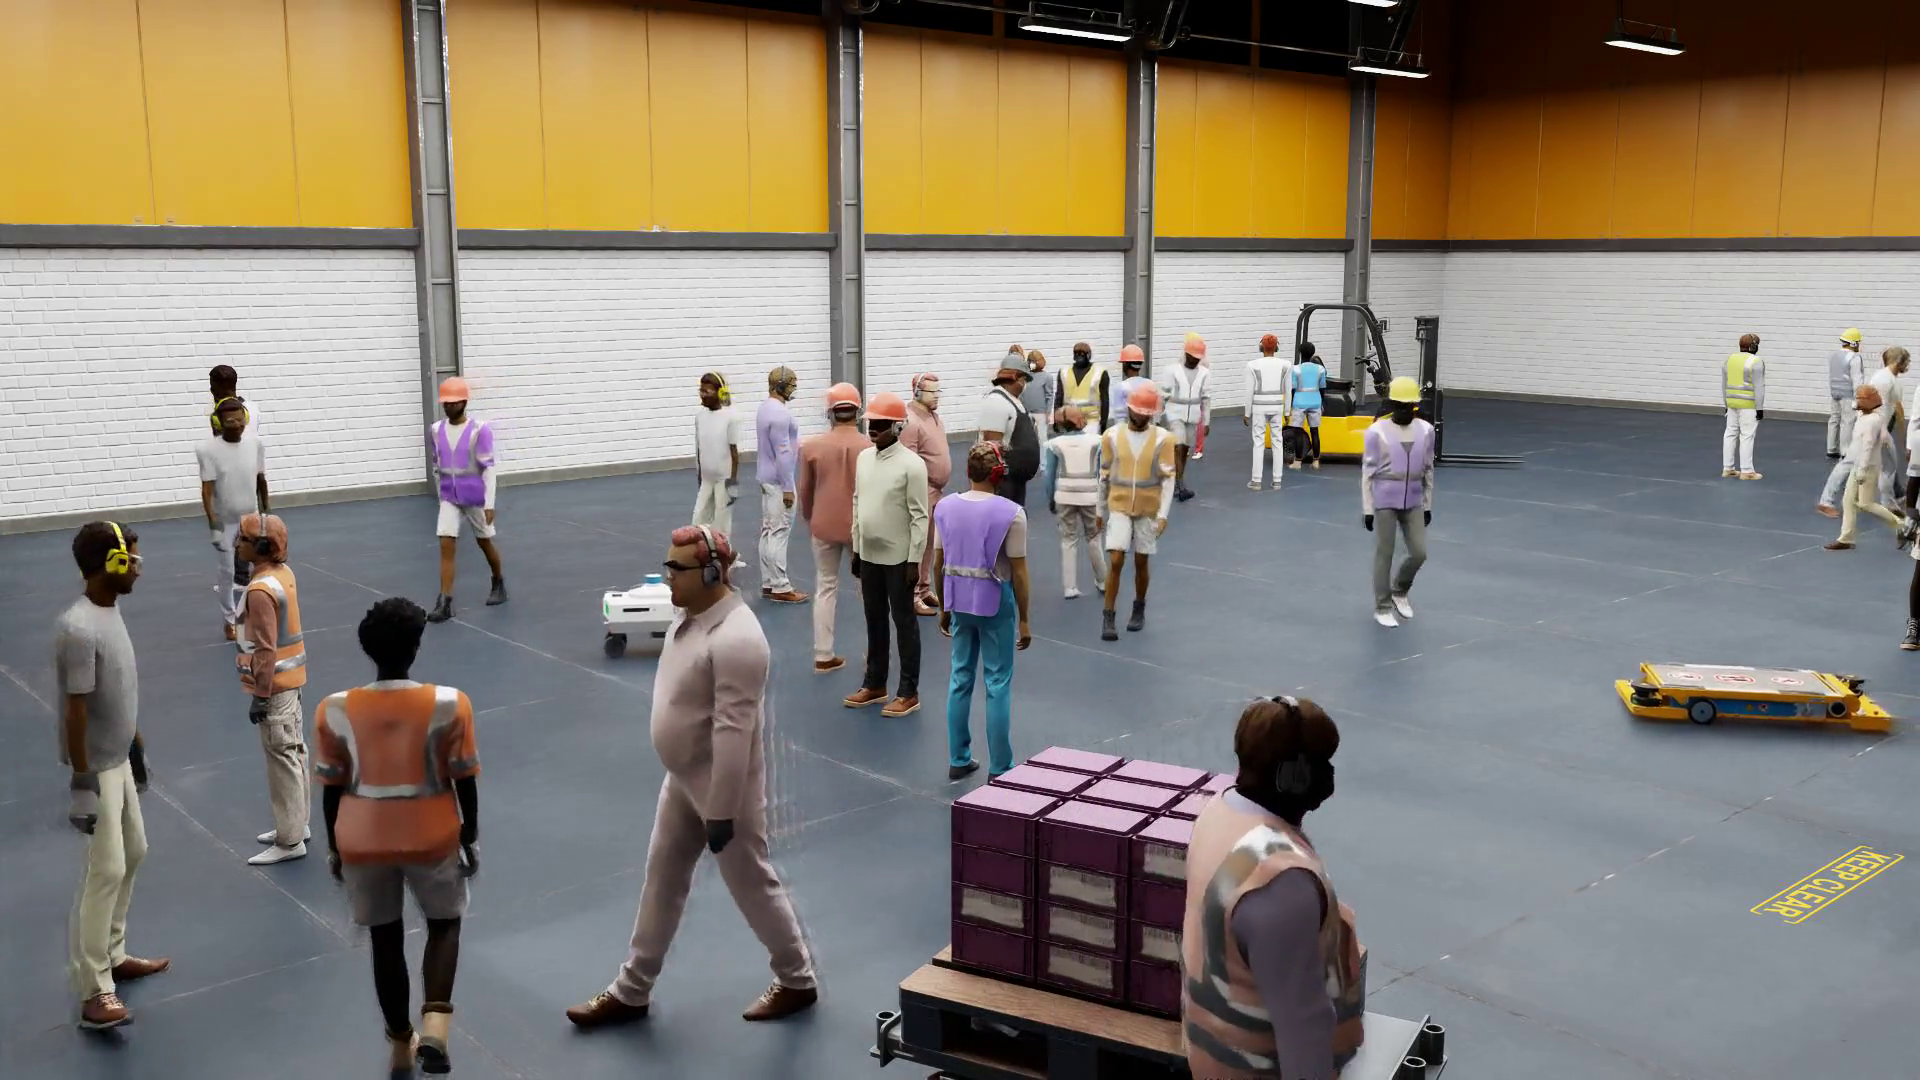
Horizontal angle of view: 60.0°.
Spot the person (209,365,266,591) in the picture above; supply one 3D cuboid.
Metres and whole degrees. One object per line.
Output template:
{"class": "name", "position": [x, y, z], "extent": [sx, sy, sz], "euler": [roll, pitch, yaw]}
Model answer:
{"class": "person", "position": [-6.076, -0.517, 14.002], "extent": [0.397, 1.910, 0.587], "euler": [1, 10, 8]}

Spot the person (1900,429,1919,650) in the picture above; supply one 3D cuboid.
{"class": "person", "position": [7.038, -0.169, 11.810], "extent": [0.603, 1.961, 0.368], "euler": [5, 11, 26]}

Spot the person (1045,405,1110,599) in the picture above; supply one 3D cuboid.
{"class": "person", "position": [0.980, -0.329, 13.792], "extent": [0.542, 1.609, 0.618], "euler": [1, 10, 4]}

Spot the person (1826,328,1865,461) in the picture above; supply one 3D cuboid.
{"class": "person", "position": [12.193, -1.995, 22.871], "extent": [0.404, 1.833, 0.590], "euler": [-2, 10, -9]}

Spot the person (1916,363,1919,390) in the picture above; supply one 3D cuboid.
{"class": "person", "position": [12.622, -1.729, 21.289], "extent": [0.680, 1.854, 0.862], "euler": [-5, 11, -26]}

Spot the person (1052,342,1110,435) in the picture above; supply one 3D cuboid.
{"class": "person", "position": [1.401, -1.391, 19.382], "extent": [0.629, 1.826, 0.510], "euler": [4, 10, 22]}

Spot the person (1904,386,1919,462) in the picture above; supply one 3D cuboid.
{"class": "person", "position": [9.595, -0.879, 16.284], "extent": [0.586, 1.858, 0.784], "euler": [7, 12, 34]}

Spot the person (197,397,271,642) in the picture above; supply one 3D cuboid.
{"class": "person", "position": [-5.167, -0.121, 11.951], "extent": [0.523, 1.817, 0.888], "euler": [-8, 13, -41]}

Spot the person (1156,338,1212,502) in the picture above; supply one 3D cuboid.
{"class": "person", "position": [2.600, -1.378, 19.141], "extent": [0.619, 1.869, 0.952], "euler": [-2, 10, -11]}

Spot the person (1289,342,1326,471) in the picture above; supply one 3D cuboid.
{"class": "person", "position": [4.553, -1.760, 21.891], "extent": [0.540, 1.696, 0.317], "euler": [-2, 10, -12]}

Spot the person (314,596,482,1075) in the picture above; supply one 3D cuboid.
{"class": "person", "position": [-1.882, 1.032, 5.589], "extent": [0.542, 1.675, 0.475], "euler": [-2, 10, -11]}

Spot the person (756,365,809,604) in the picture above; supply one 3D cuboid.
{"class": "person", "position": [-1.467, -0.450, 13.532], "extent": [0.371, 1.935, 0.627], "euler": [-3, 10, -19]}

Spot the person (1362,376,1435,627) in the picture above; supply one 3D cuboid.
{"class": "person", "position": [3.330, -0.283, 12.623], "extent": [0.601, 1.914, 0.420], "euler": [-2, 10, -11]}

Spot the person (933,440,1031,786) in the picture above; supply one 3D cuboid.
{"class": "person", "position": [0.113, 0.392, 8.860], "extent": [0.575, 1.843, 0.375], "euler": [6, 12, 33]}

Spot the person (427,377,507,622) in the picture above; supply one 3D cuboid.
{"class": "person", "position": [-3.890, -0.349, 13.112], "extent": [0.566, 1.888, 1.011], "euler": [2, 10, 10]}

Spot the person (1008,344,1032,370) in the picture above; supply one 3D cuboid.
{"class": "person", "position": [0.745, -1.817, 22.403], "extent": [0.503, 1.636, 0.277], "euler": [7, 12, 34]}

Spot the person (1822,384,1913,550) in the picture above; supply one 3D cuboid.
{"class": "person", "position": [8.658, -0.673, 15.775], "extent": [0.679, 1.606, 0.507], "euler": [2, 10, 13]}

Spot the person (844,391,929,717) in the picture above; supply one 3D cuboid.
{"class": "person", "position": [-0.452, 0.081, 10.239], "extent": [0.612, 1.997, 0.375], "euler": [9, 13, 43]}

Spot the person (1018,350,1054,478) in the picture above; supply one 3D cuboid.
{"class": "person", "position": [0.953, -1.599, 21.140], "extent": [0.498, 1.633, 0.289], "euler": [6, 11, 31]}

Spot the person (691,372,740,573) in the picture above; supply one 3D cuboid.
{"class": "person", "position": [-2.028, -0.498, 14.062], "extent": [0.531, 1.850, 0.456], "euler": [7, 12, 34]}

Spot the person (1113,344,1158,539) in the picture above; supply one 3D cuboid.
{"class": "person", "position": [1.714, -0.984, 16.652], "extent": [0.551, 1.934, 0.373], "euler": [-7, 12, -37]}

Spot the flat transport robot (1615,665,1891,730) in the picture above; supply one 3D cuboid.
{"class": "flat transport robot", "position": [4.841, 0.946, 10.222], "extent": [1.431, 0.197, 0.652], "euler": [2, 10, 12]}

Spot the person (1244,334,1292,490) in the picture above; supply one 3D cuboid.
{"class": "person", "position": [3.712, -1.543, 20.079], "extent": [0.582, 1.882, 0.351], "euler": [-1, 10, -6]}

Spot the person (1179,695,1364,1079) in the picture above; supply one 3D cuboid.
{"class": "person", "position": [0.673, 1.253, 4.002], "extent": [0.948, 1.799, 0.618], "euler": [0, 10, 2]}

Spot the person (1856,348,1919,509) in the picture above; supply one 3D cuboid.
{"class": "person", "position": [10.348, -1.232, 18.508], "extent": [0.950, 1.792, 0.528], "euler": [0, 10, 2]}

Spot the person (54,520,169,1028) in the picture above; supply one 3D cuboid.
{"class": "person", "position": [-3.186, 0.859, 6.175], "extent": [0.328, 1.838, 0.756], "euler": [-2, 10, -14]}

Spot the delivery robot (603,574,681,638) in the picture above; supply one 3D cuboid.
{"class": "delivery robot", "position": [-2.169, 0.487, 11.805], "extent": [0.707, 0.478, 0.477], "euler": [-2, 10, -9]}

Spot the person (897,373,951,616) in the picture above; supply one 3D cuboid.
{"class": "person", "position": [-0.269, -0.368, 13.135], "extent": [0.405, 1.904, 0.653], "euler": [3, 10, 17]}

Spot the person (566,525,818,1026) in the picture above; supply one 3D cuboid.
{"class": "person", "position": [-0.953, 0.869, 6.039], "extent": [0.907, 1.861, 0.667], "euler": [-5, 11, -28]}

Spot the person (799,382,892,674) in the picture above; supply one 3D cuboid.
{"class": "person", "position": [-0.765, -0.074, 11.230], "extent": [0.625, 1.973, 0.461], "euler": [-1, 10, -5]}

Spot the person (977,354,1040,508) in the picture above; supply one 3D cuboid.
{"class": "person", "position": [0.396, -0.612, 14.169], "extent": [0.534, 2.000, 0.872], "euler": [3, 10, 19]}

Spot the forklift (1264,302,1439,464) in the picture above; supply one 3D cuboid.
{"class": "forklift", "position": [5.320, -2.157, 22.763], "extent": [2.313, 2.155, 1.214], "euler": [3, 10, 16]}

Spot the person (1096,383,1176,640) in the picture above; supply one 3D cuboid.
{"class": "person", "position": [1.301, -0.228, 12.336], "extent": [0.576, 1.897, 0.640], "euler": [1, 10, 8]}

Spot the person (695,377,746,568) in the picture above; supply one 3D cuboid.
{"class": "person", "position": [-2.175, -0.611, 15.034], "extent": [0.493, 1.743, 0.299], "euler": [8, 13, 39]}

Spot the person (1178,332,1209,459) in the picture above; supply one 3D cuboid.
{"class": "person", "position": [3.213, -2.007, 23.130], "extent": [0.524, 1.772, 0.309], "euler": [9, 13, 42]}

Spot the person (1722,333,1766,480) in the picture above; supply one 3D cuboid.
{"class": "person", "position": [9.933, -1.688, 21.050], "extent": [0.429, 1.845, 0.621], "euler": [-3, 10, -19]}

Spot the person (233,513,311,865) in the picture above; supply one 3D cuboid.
{"class": "person", "position": [-3.202, 0.681, 7.757], "extent": [0.309, 1.645, 0.514], "euler": [-2, 10, -13]}

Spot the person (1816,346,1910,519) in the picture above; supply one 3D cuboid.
{"class": "person", "position": [9.746, -1.141, 17.836], "extent": [0.923, 1.872, 0.682], "euler": [7, 12, 34]}
